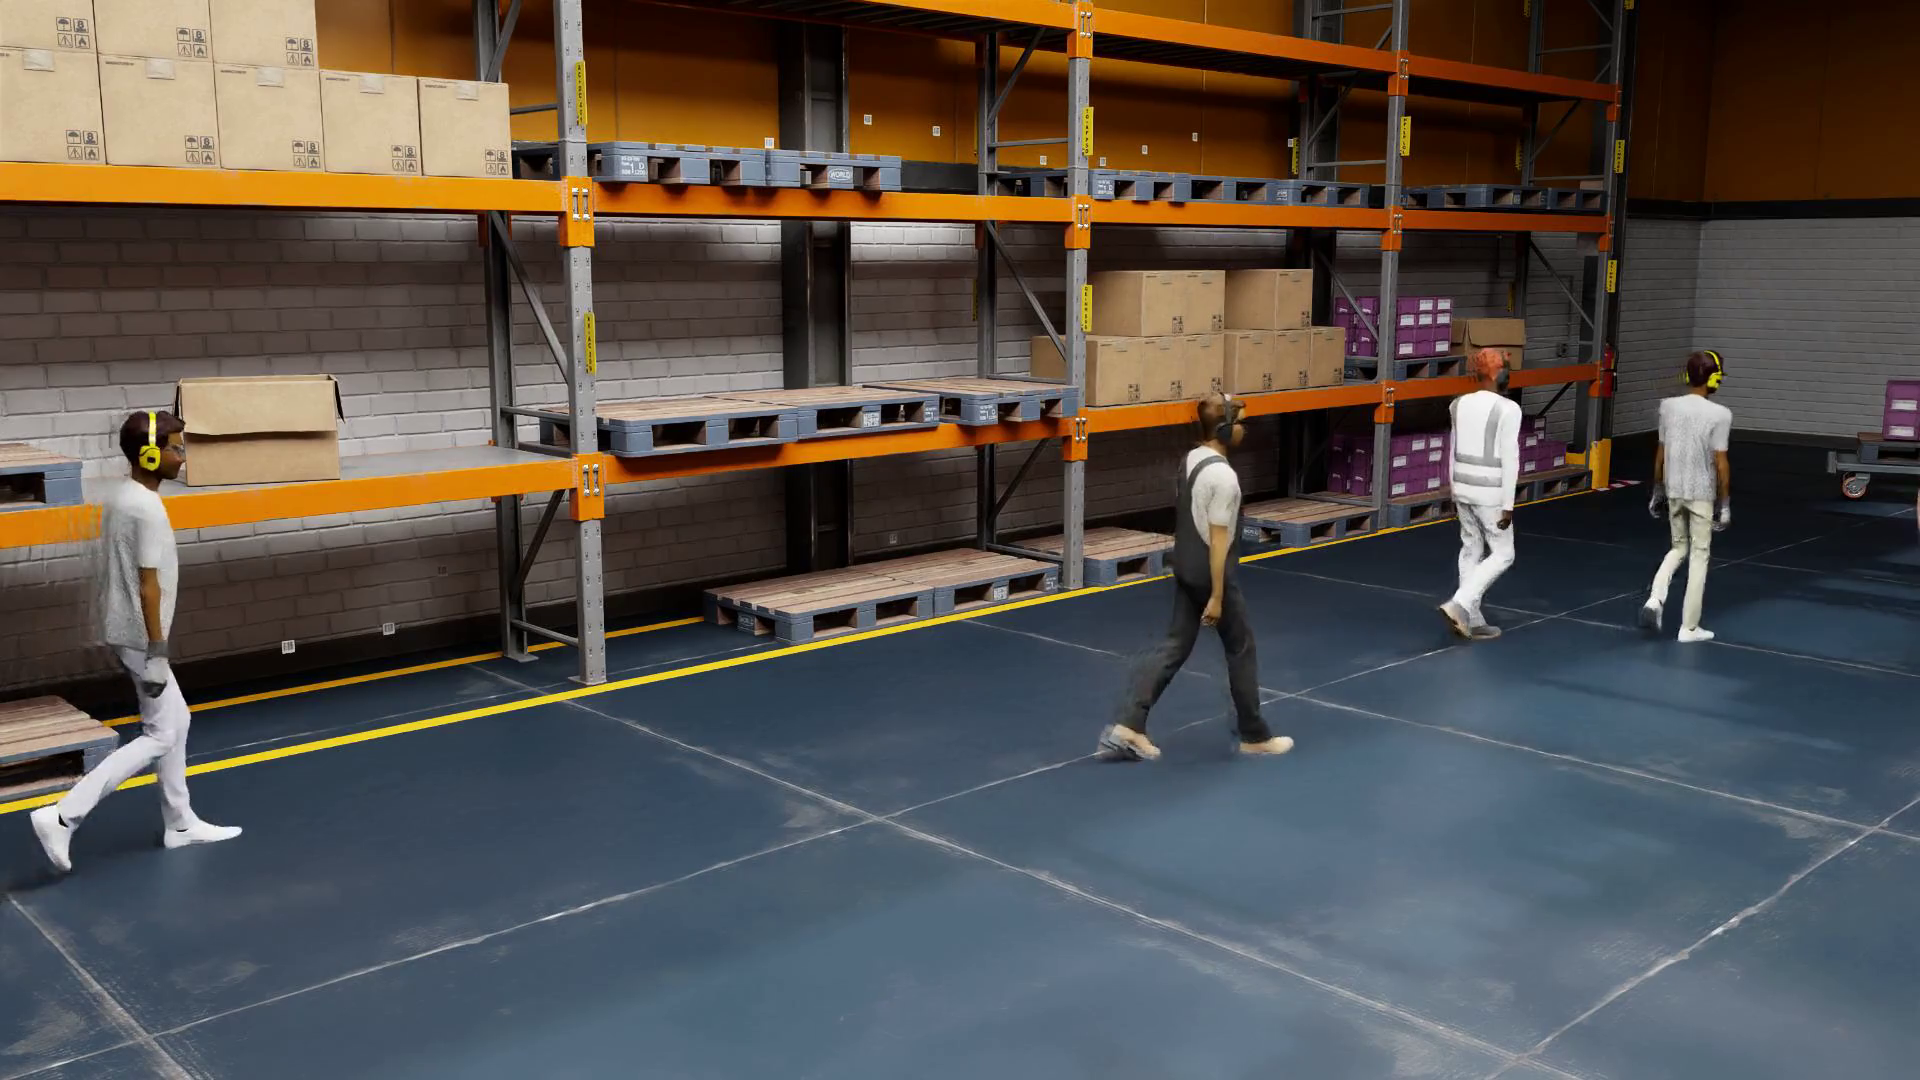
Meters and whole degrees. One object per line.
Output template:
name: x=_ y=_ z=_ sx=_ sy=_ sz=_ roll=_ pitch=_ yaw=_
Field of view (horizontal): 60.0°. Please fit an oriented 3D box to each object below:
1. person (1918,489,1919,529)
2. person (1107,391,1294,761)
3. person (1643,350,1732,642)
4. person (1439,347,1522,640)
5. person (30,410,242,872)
person: x=5.713 y=-0.079 z=9.303 sx=0.641 sy=1.873 sz=0.888 roll=9 pitch=13 yaw=42
person: x=1.147 y=0.186 z=7.959 sx=0.936 sy=1.813 sz=0.526 roll=-3 pitch=10 yaw=-20
person: x=4.569 y=-0.264 z=10.432 sx=0.455 sy=1.855 sz=0.553 roll=-6 pitch=11 yaw=-32
person: x=3.222 y=-0.265 z=10.391 sx=0.517 sy=1.872 sz=0.579 roll=-5 pitch=11 yaw=-28
person: x=-3.319 y=0.405 z=6.592 sx=0.728 sy=1.838 sz=0.572 roll=-8 pitch=13 yaw=-40
